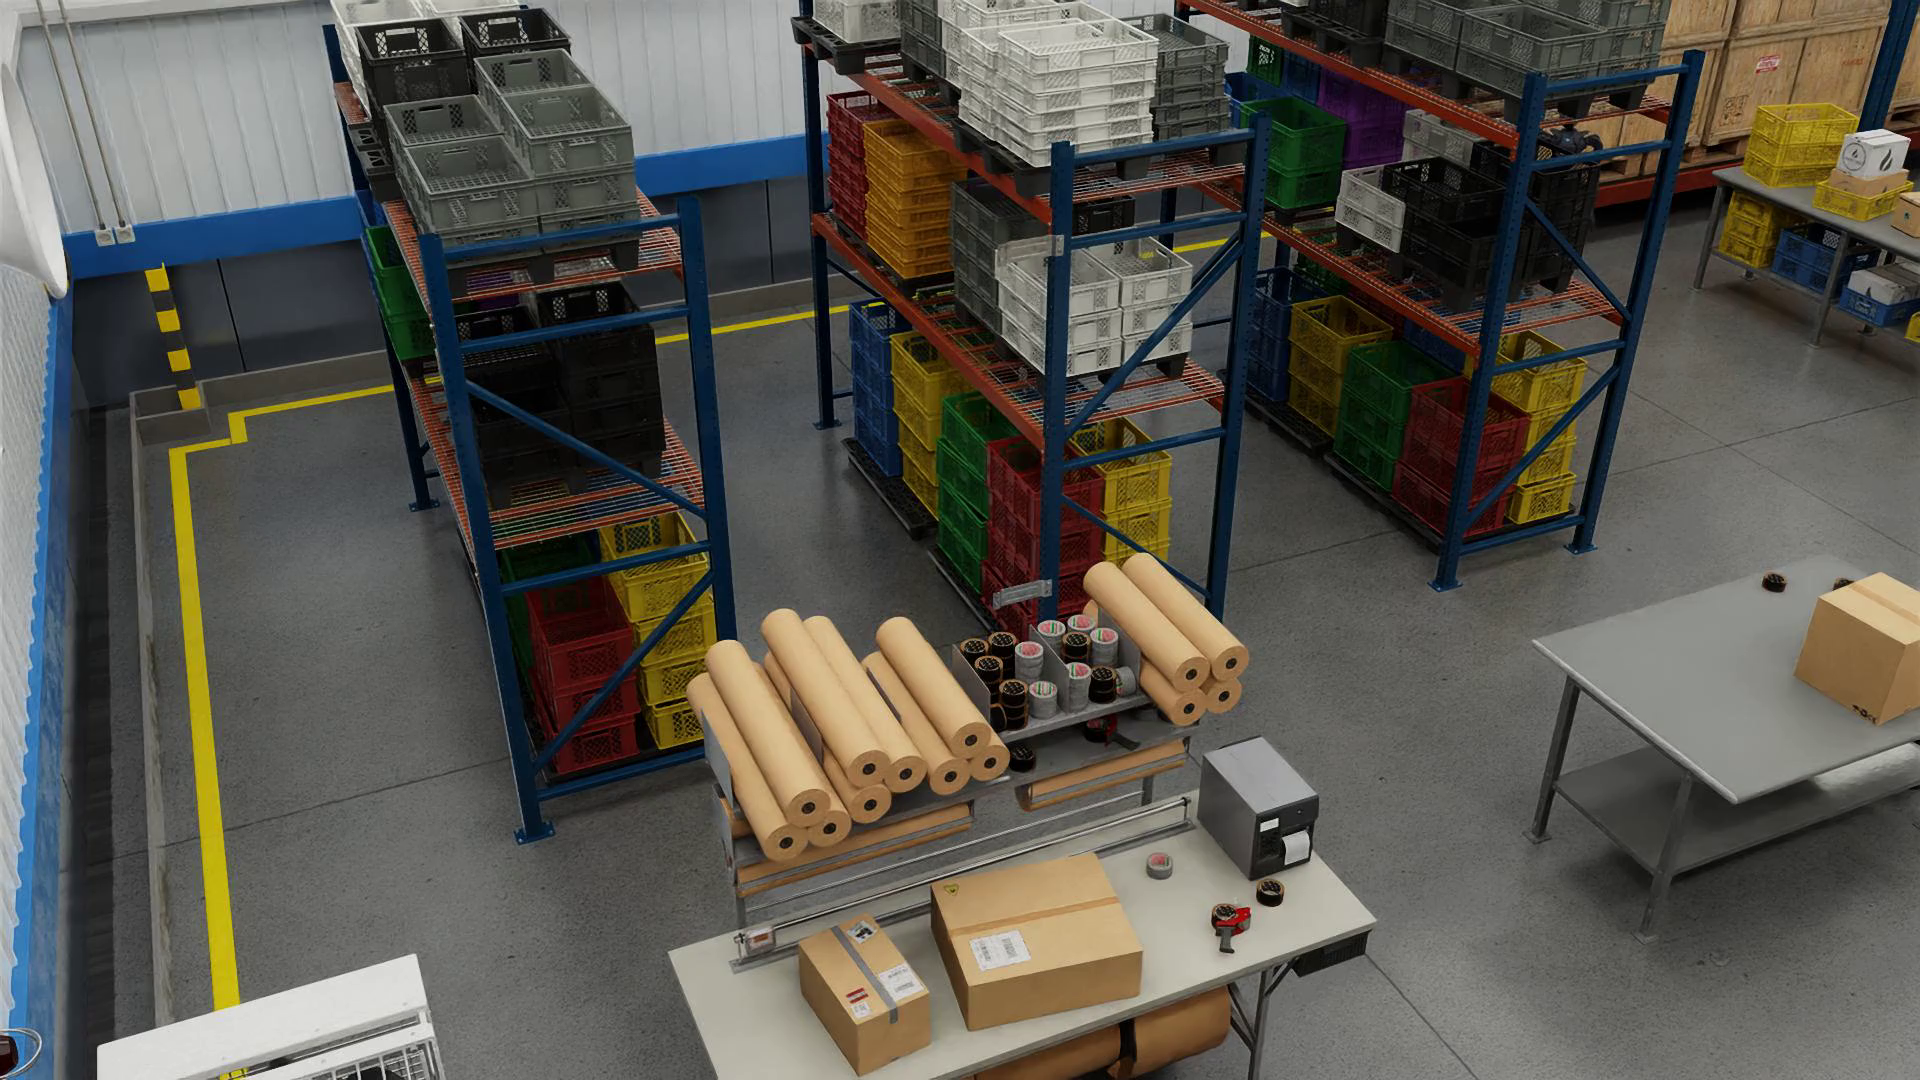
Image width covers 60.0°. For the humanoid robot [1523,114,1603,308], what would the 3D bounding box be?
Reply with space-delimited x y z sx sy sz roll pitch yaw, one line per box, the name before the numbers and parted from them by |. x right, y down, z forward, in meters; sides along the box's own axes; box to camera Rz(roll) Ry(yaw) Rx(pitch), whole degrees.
humanoid robot | 4.626 -2.608 12.863 0.592 1.648 0.333 11 33 17
